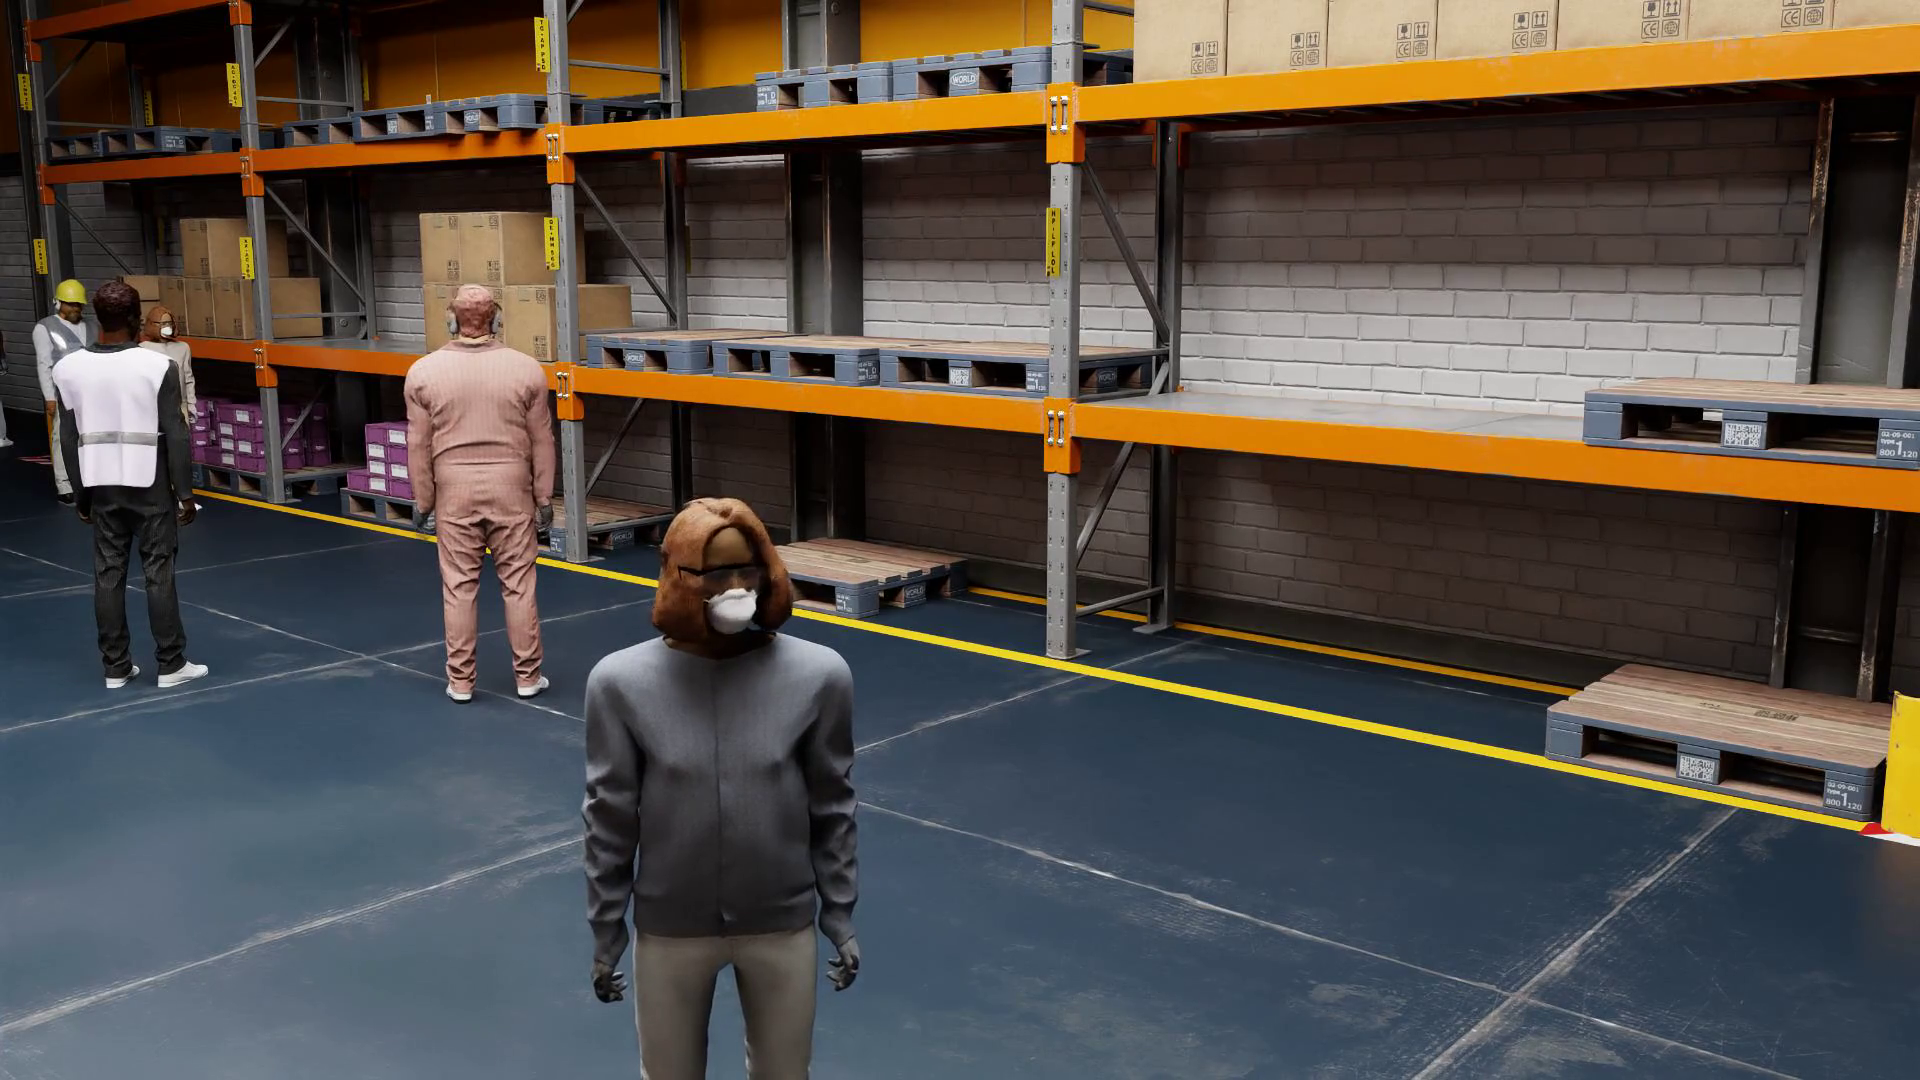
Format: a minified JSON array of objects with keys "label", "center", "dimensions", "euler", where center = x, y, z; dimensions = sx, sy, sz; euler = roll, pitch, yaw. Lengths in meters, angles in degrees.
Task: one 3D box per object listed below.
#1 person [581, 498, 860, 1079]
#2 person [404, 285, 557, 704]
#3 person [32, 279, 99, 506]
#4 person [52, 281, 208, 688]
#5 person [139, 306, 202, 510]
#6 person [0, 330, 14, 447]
[{"label":"person","center":[-0.436,0.727,3.094],"dimensions":[0.507,1.633,0.274],"euler":[-2,10,-10]},{"label":"person","center":[-2.179,-0.198,7.608],"dimensions":[0.676,1.905,0.403],"euler":[-2,10,-13]},{"label":"person","center":[-7.174,-1.193,13.497],"dimensions":[0.403,1.823,0.586],"euler":[4,11,20]},{"label":"person","center":[-3.908,-0.246,7.829],"dimensions":[0.591,1.919,0.392],"euler":[0,10,0]},{"label":"person","center":[-6.216,-1.013,13.037],"dimensions":[0.282,1.624,0.493],"euler":[5,11,29]},{"label":"person","center":[-10.202,-1.883,17.301],"dimensions":[0.512,1.868,0.329],"euler":[-4,11,-20]}]
